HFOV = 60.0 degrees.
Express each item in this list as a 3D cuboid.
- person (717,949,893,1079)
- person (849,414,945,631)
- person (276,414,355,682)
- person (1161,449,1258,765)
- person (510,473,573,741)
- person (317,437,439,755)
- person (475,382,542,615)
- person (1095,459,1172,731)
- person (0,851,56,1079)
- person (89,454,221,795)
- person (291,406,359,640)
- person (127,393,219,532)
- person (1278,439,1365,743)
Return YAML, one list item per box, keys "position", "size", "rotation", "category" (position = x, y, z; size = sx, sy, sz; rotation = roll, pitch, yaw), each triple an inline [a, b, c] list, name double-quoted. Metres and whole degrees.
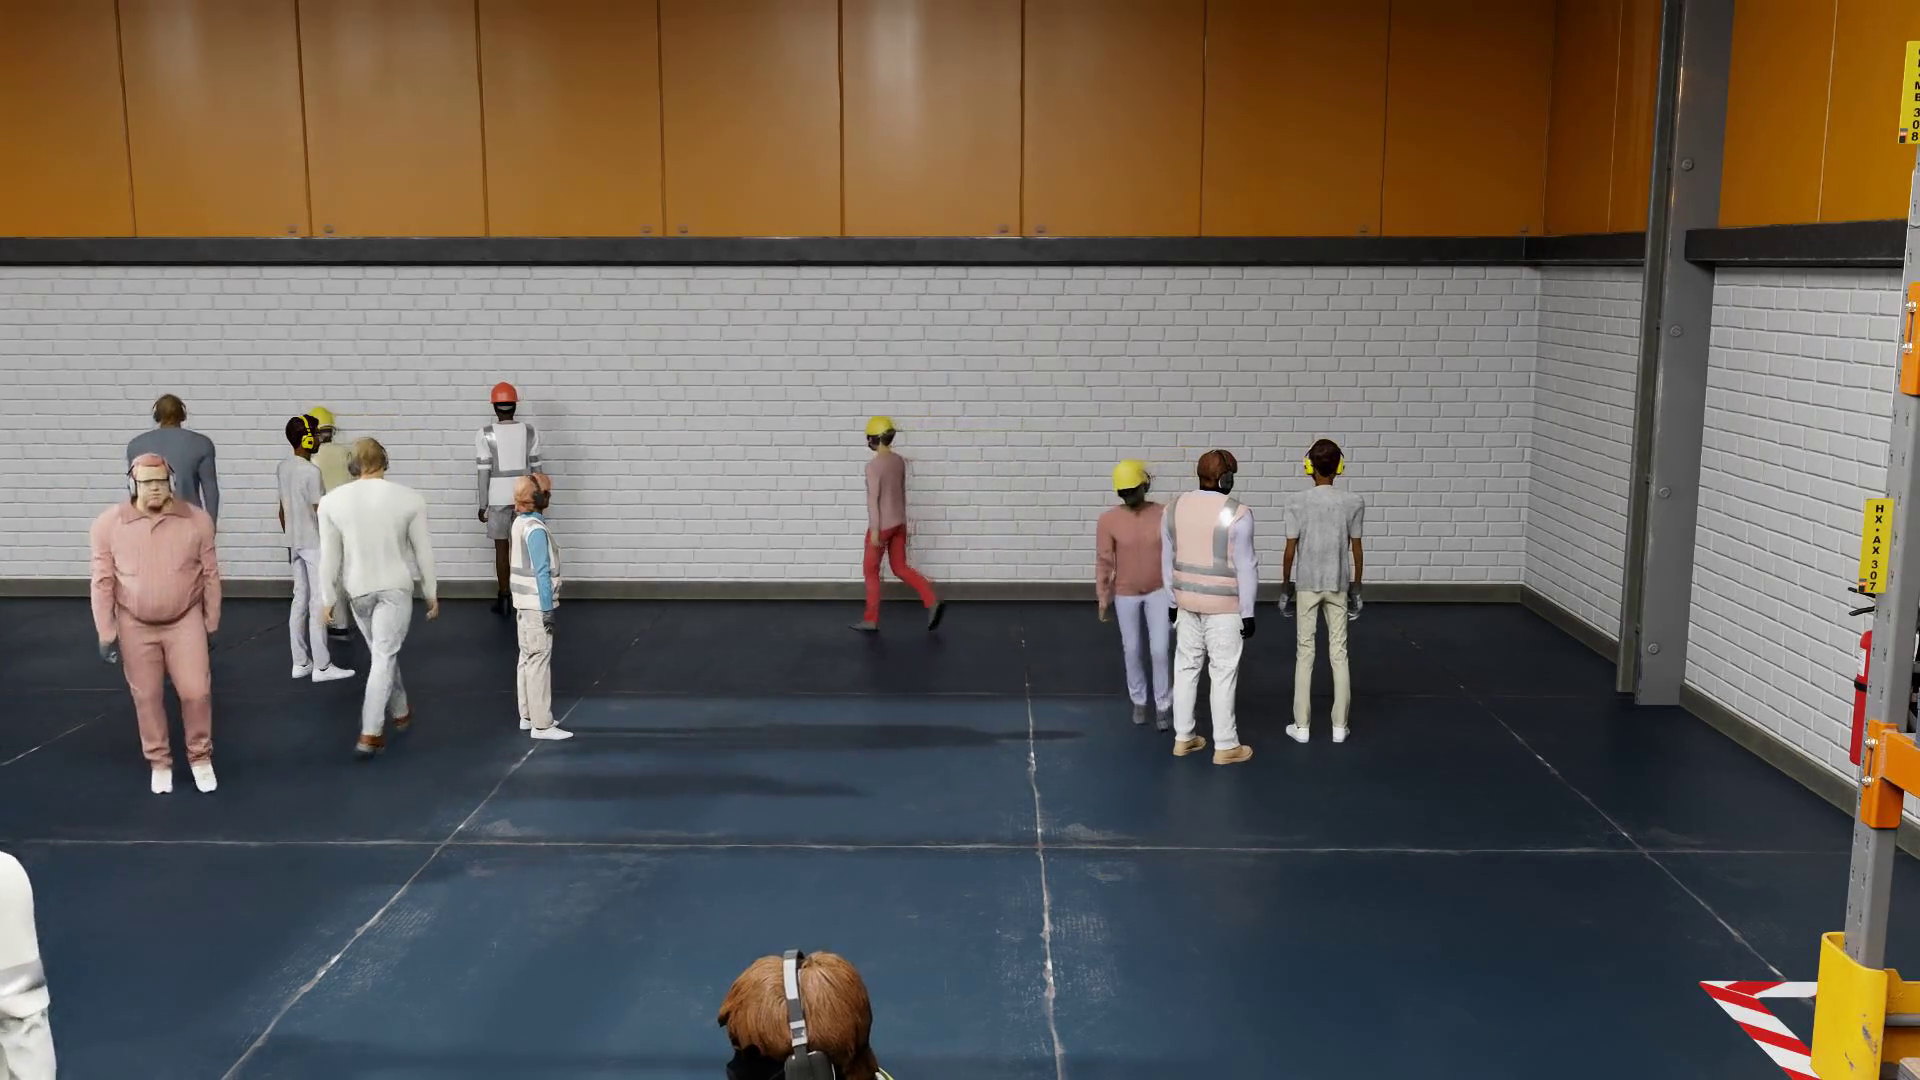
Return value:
- position: [-0.223, 1.560, 2.774]
  size: [0.429, 1.830, 0.636]
  rotation: [-1, 10, -8]
  category: "person"
- position: [-0.505, -0.114, 13.073]
  size: [0.745, 1.744, 0.534]
  rotation: [6, 11, 30]
  category: "person"
- position: [-4.542, 0.057, 11.642]
  size: [0.513, 1.872, 0.328]
  rotation: [7, 12, 34]
  category: "person"
- position: [1.480, 0.385, 9.764]
  size: [0.629, 1.842, 0.429]
  rotation: [9, 13, 43]
  category: "person"
- position: [-2.598, 0.407, 10.219]
  size: [0.306, 1.645, 0.522]
  rotation: [-5, 11, -28]
  category: "person"
- position: [-3.513, 0.326, 10.042]
  size: [0.652, 1.879, 1.000]
  rotation: [-1, 10, -5]
  category: "person"
- position: [-3.760, -0.348, 13.873]
  size: [0.551, 1.933, 0.372]
  rotation: [-6, 11, -31]
  category: "person"
- position: [1.118, 0.336, 10.399]
  size: [0.552, 1.714, 0.554]
  rotation: [1, 9, 3]
  category: "person"
- position: [-2.289, 1.342, 3.581]
  size: [0.634, 1.995, 1.011]
  rotation: [-3, 10, -19]
  category: "person"
- position: [-4.365, 0.474, 9.069]
  size: [0.639, 1.892, 0.576]
  rotation: [-4, 10, -25]
  category: "person"
- position: [-5.025, -0.142, 13.017]
  size: [0.821, 1.801, 0.621]
  rotation: [7, 12, 38]
  category: "person"
- position: [-6.067, -0.169, 12.859]
  size: [0.634, 1.926, 0.524]
  rotation: [-3, 10, -18]
  category: "person"
- position: [2.202, 0.315, 10.134]
  size: [0.509, 1.861, 0.329]
  rotation: [0, 9, 3]
  category: "person"
